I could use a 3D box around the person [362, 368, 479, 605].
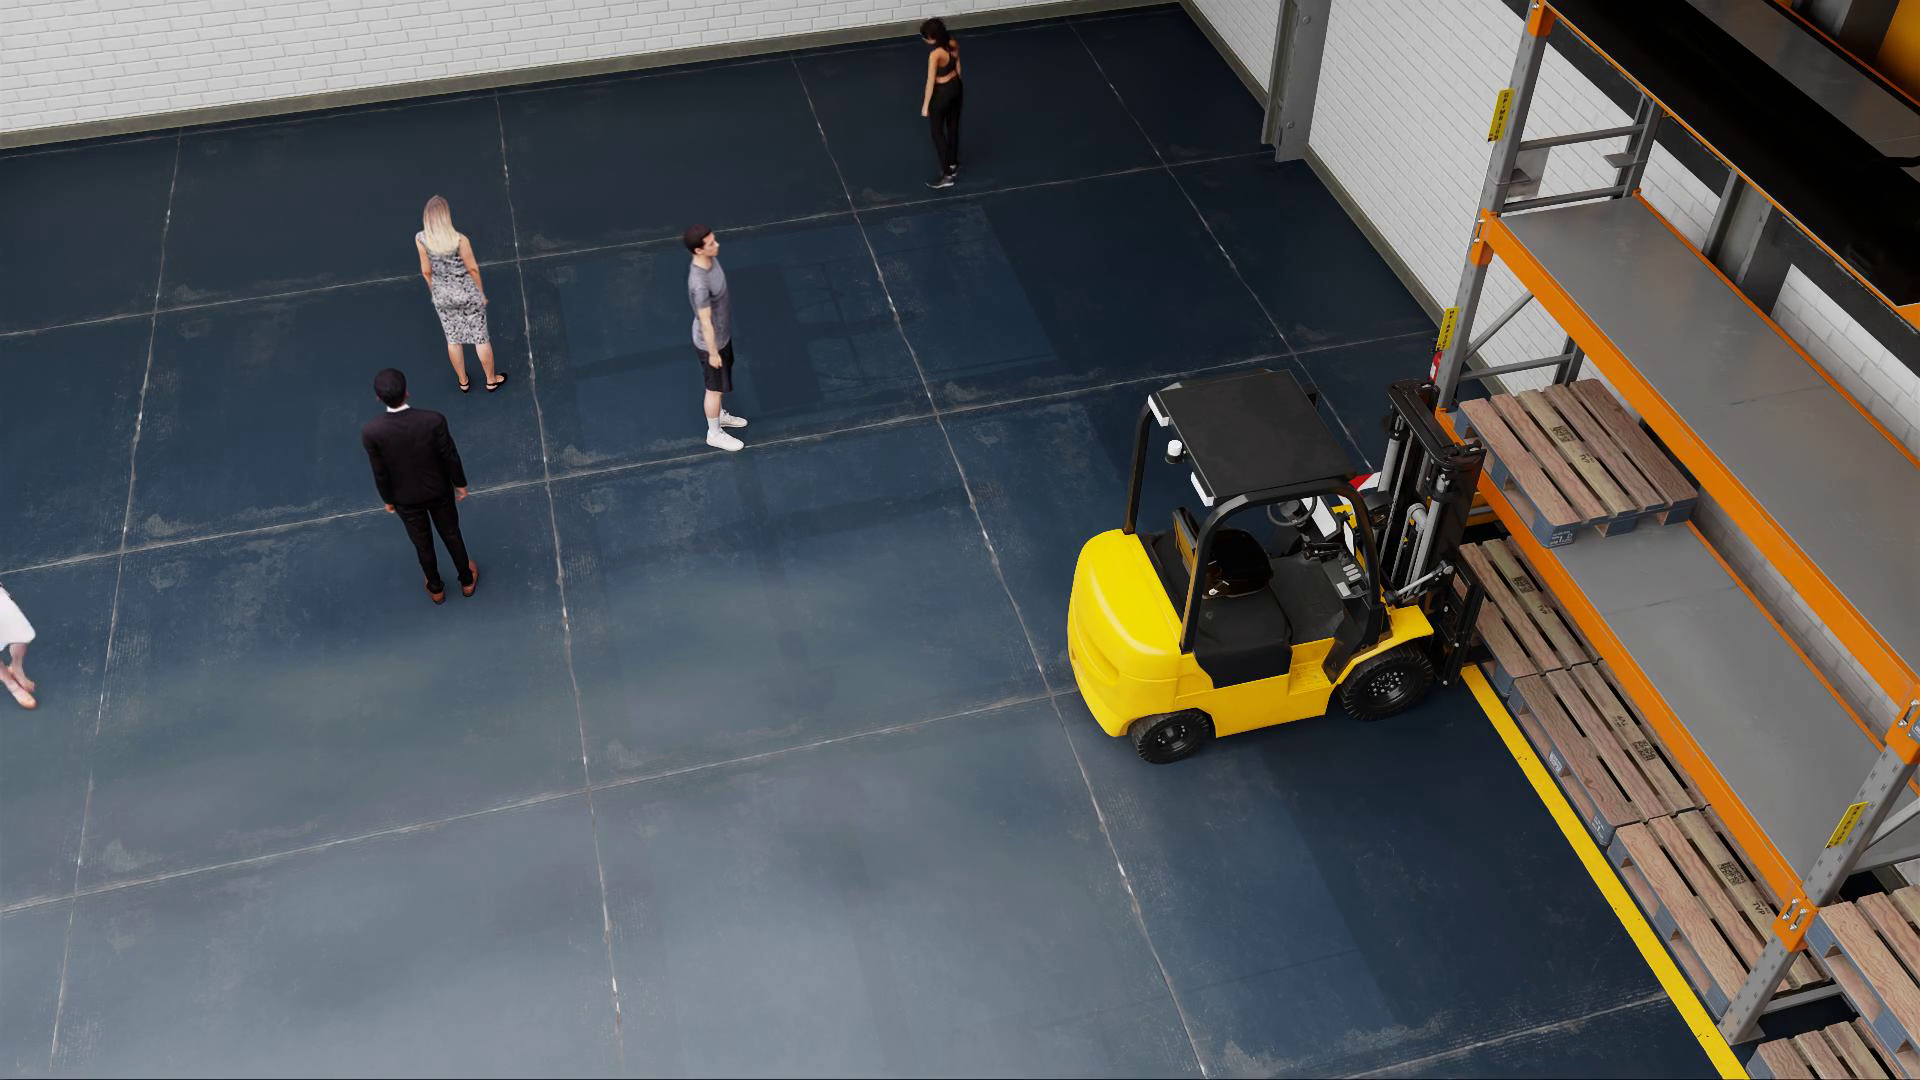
[{"bbox_3d":[-3.548,-0.340,10.934,0.721,1.882,0.570,-15,46,-15],"label":"person"}]

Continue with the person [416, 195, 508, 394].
[{"bbox_3d":[-3.828,-1.846,12.644,0.632,1.703,0.593,2,44,2],"label":"person"}]

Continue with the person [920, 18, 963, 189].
[{"bbox_3d":[-0.099,-3.995,14.969,0.772,1.608,0.780,-26,50,-25],"label":"person"}]

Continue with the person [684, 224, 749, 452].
[{"bbox_3d":[-1.821,-1.508,12.167,0.774,1.871,0.582,1,44,1],"label":"person"}]
